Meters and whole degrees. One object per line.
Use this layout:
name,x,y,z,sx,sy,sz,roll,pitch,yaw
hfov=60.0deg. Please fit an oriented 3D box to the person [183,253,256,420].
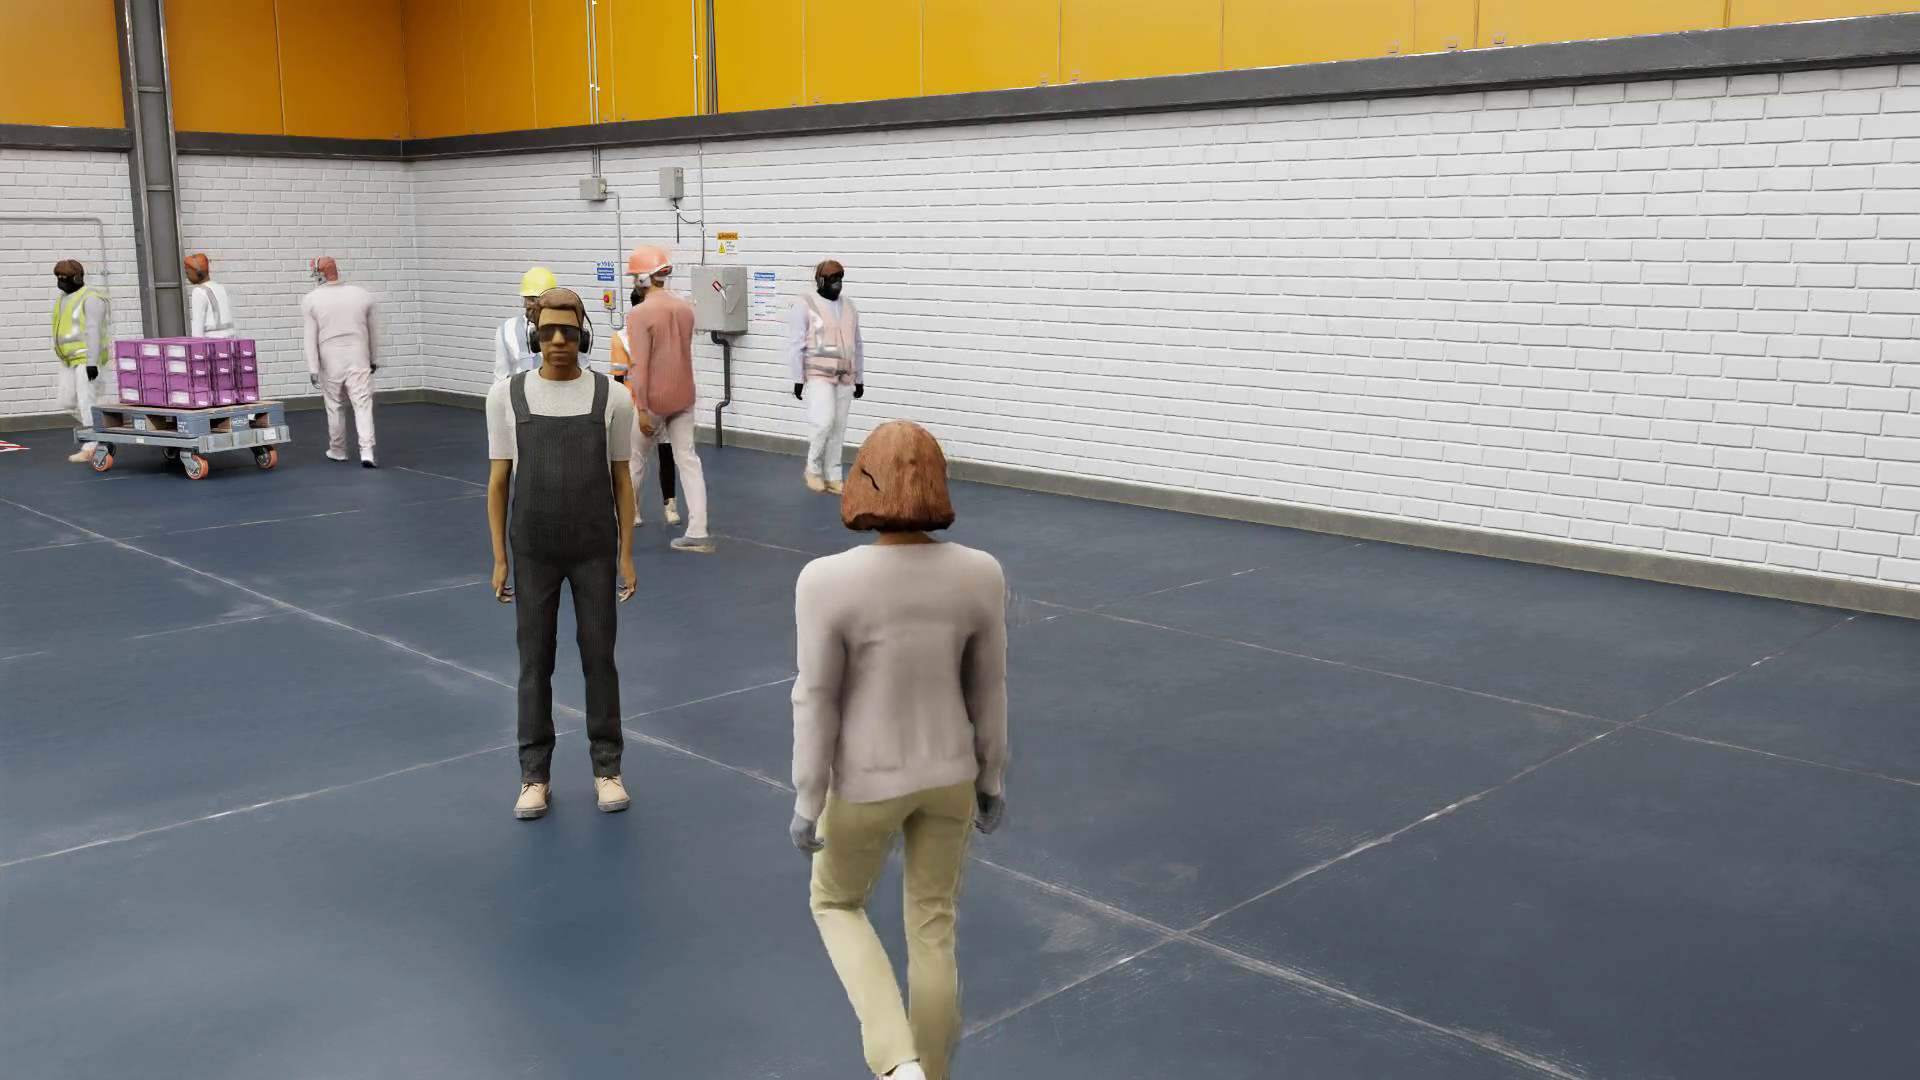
person,-6.975,-1.780,15.752,0.665,1.864,0.619,0,10,-3

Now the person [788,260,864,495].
person,-1.013,-1.258,12.966,0.651,1.832,0.448,-9,14,-41

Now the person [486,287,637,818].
person,-1.378,0.049,5.809,0.508,1.847,0.345,-3,11,-14

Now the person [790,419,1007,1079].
person,-0.132,0.546,3.694,0.521,1.623,0.382,-5,11,-24

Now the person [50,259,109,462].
person,-7.883,-1.609,14.946,0.632,1.816,0.451,6,12,32

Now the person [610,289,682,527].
person,-2.163,-0.931,11.583,0.530,1.689,0.321,-5,12,-26

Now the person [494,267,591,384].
person,-2.582,-0.776,10.348,0.597,1.828,0.403,-2,11,-13

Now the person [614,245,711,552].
person,-2.001,-0.903,10.712,0.972,1.948,0.636,7,13,34

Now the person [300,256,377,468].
person,-5.419,-1.555,14.593,0.647,1.844,1.033,-6,12,-30
